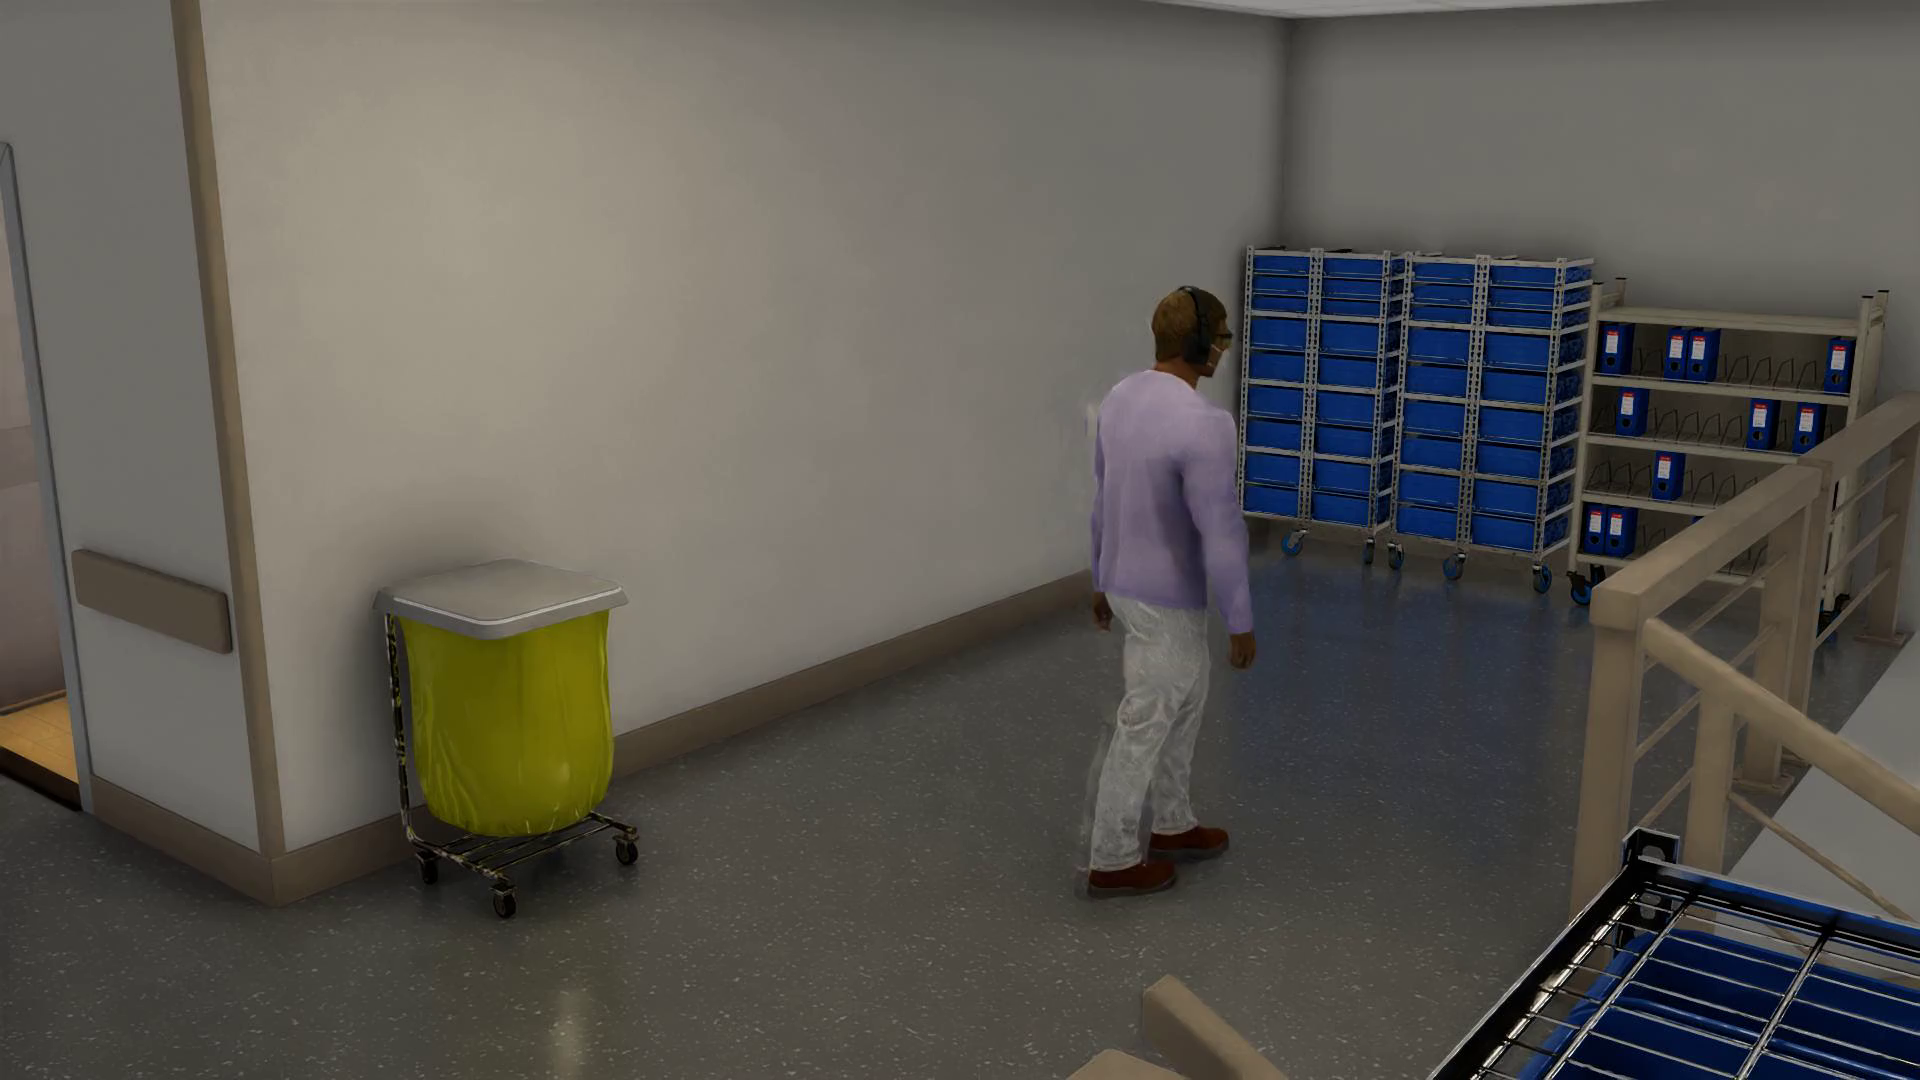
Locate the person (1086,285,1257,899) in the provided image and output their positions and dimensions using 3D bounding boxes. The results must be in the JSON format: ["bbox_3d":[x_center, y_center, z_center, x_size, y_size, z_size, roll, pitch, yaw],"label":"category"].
[{"bbox_3d":[0.703,0.176,5.158,0.739,1.909,0.655,-5,14,-20],"label":"person"}]
